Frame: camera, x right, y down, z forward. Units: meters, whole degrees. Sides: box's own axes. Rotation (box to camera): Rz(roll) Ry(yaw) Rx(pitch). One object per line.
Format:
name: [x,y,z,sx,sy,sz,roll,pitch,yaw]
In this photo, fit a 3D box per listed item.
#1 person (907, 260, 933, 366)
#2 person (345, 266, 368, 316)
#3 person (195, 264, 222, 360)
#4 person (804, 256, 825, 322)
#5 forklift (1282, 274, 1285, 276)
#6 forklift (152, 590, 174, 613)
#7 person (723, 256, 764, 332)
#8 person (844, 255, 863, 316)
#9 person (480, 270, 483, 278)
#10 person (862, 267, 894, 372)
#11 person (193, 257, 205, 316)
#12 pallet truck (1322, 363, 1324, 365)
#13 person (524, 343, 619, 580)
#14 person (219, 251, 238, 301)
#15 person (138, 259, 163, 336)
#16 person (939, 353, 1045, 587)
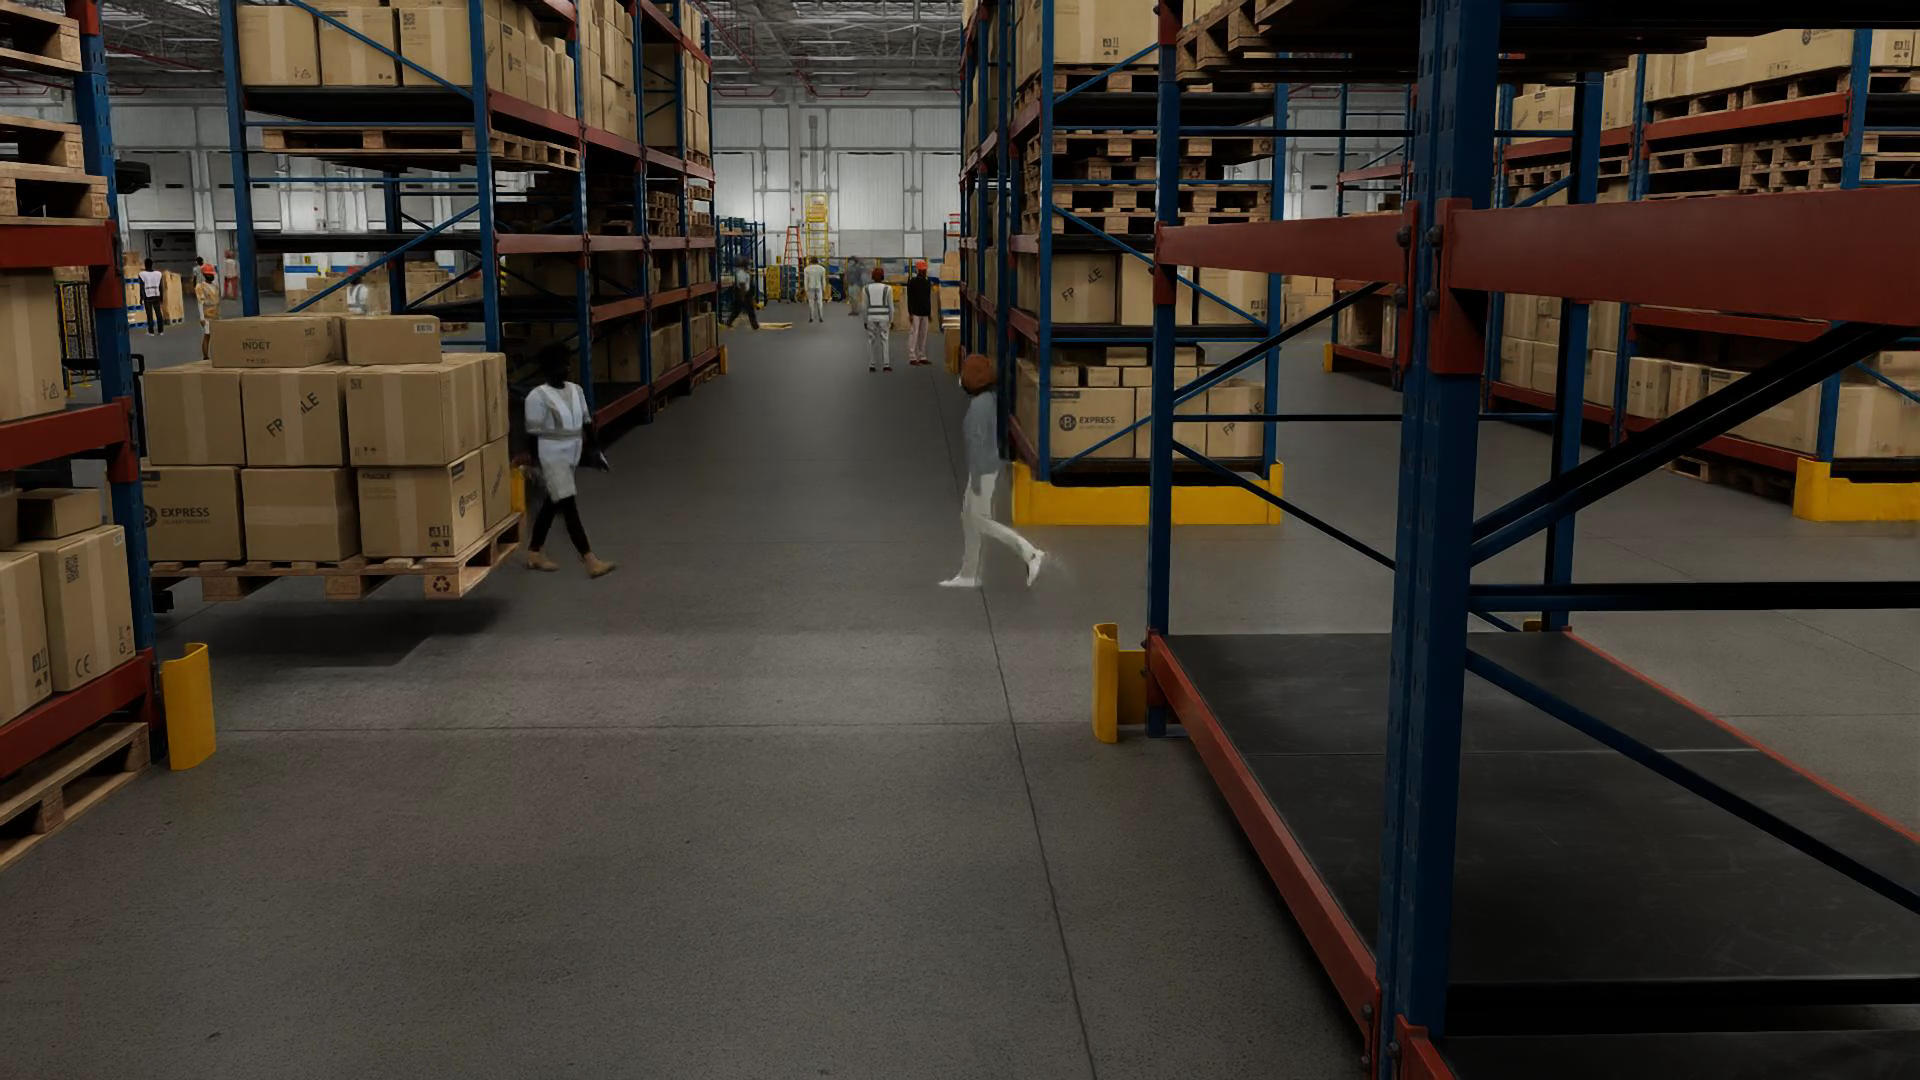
person: [-0.754,-4.294,31.504,0.379,1.996,0.609,9,14,41]
person: [-11.352,-4.218,31.403,0.565,1.889,1.007,6,12,30]
person: [-13.892,-4.153,30.885,0.369,1.935,0.552,3,10,14]
person: [-4.232,-7.300,48.413,0.628,1.939,0.375,-2,10,-9]
forklift: [12.240,-10.302,62.509,1.129,2.768,1.873,0,10,-2]
forklift: [-5.858,-0.811,9.639,1.873,2.768,1.129,-1,10,-3]
person: [-5.674,-6.387,43.041,1.012,2.000,0.684,-4,11,-19]
person: [-3.420,-8.006,52.420,0.674,1.904,0.728,8,13,39]
person: [-16.385,-8.842,57.703,0.543,1.678,0.397,8,13,39]
person: [-1.463,-3.952,29.920,0.574,1.883,0.355,2,10,10]
person: [-23.997,-8.024,52.655,0.519,1.865,0.327,-7,12,-33]
pallet truck: [7.712,-4.157,30.737,1.885,1.965,0.823,3,11,16]
person: [-2.756,-0.554,11.618,0.877,1.642,0.544,4,11,24]
person: [-29.064,-10.476,66.047,0.948,1.948,0.660,5,11,27]
person: [-20.247,-6.078,41.659,0.379,1.918,0.597,8,13,36]
person: [0.214,-0.449,11.155,0.662,1.612,0.506,1,10,6]
